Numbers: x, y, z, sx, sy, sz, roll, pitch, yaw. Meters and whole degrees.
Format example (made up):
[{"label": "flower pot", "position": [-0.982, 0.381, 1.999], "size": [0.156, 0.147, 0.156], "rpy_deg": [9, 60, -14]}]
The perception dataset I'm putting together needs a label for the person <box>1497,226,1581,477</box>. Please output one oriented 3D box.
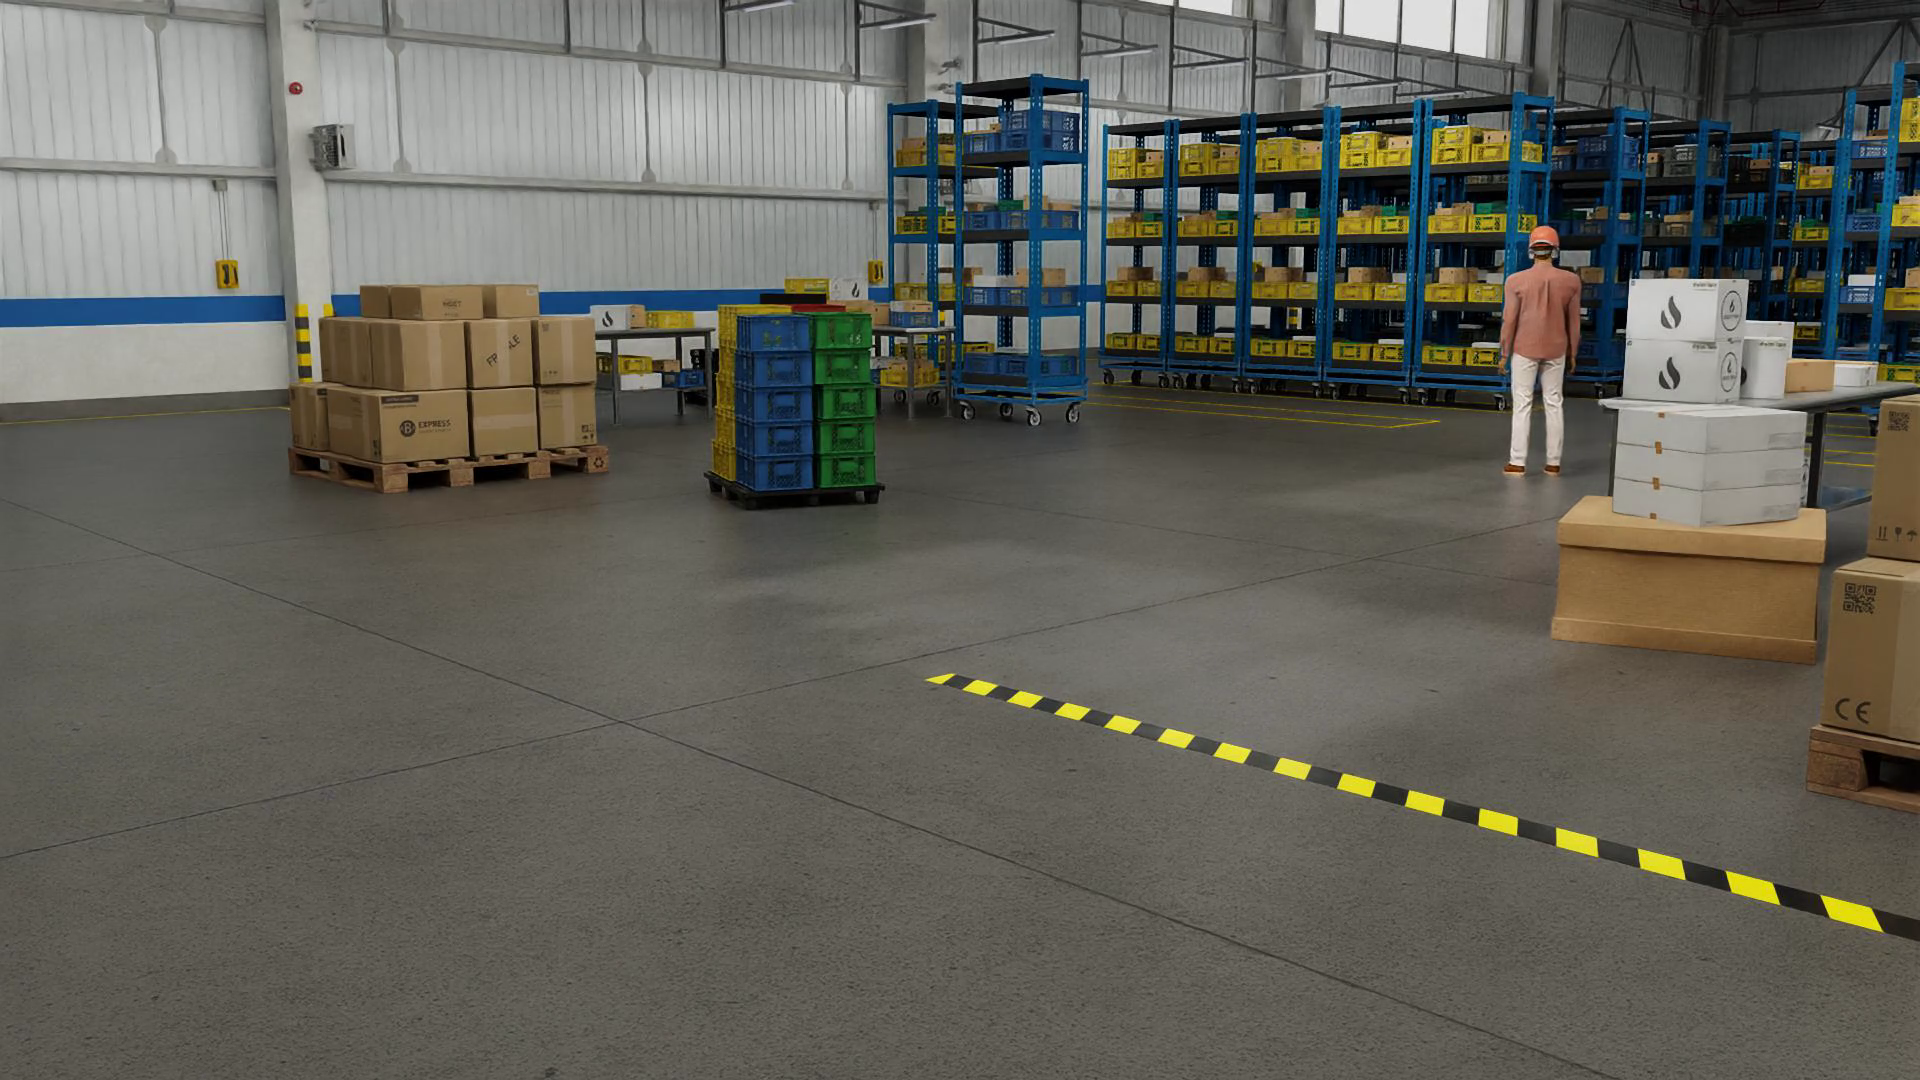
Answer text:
[{"label": "person", "position": [4.592, -1.483, 13.228], "size": [0.640, 1.989, 0.392], "rpy_deg": [1, 9, 4]}]
